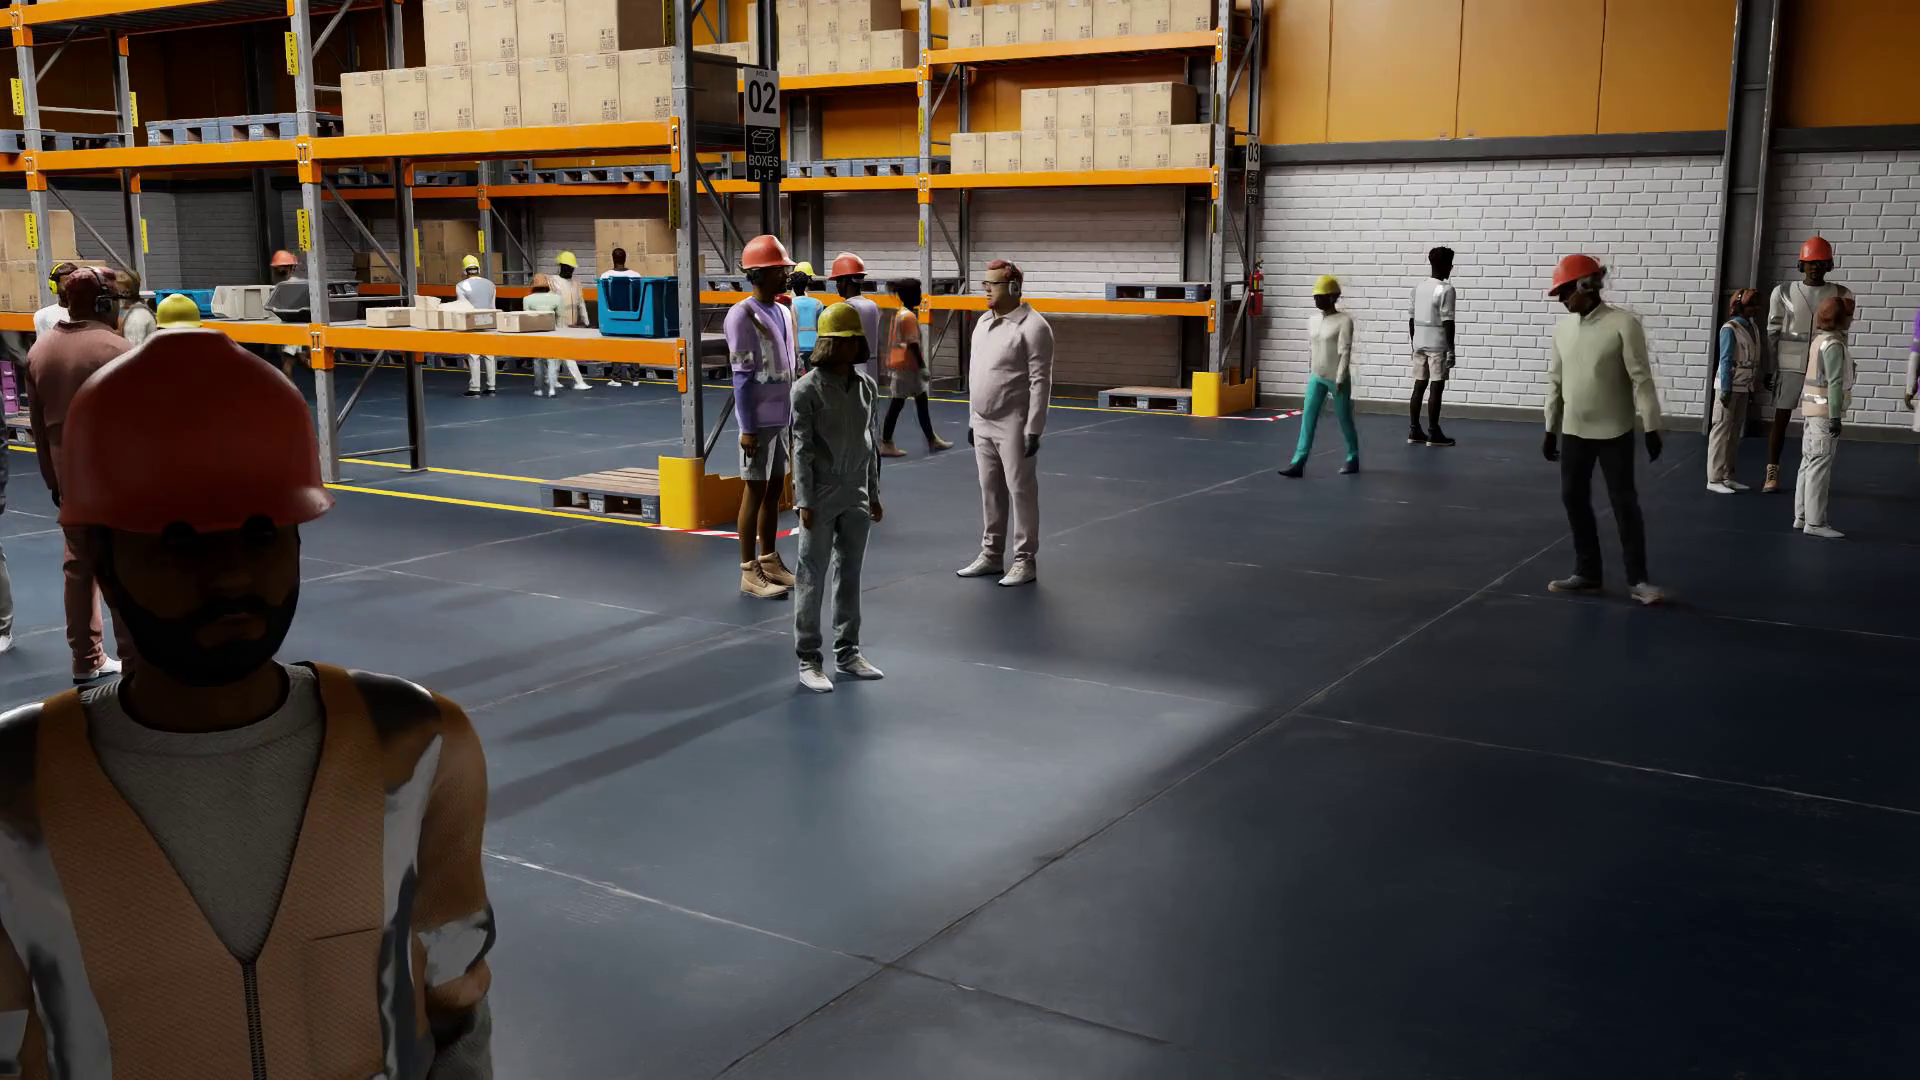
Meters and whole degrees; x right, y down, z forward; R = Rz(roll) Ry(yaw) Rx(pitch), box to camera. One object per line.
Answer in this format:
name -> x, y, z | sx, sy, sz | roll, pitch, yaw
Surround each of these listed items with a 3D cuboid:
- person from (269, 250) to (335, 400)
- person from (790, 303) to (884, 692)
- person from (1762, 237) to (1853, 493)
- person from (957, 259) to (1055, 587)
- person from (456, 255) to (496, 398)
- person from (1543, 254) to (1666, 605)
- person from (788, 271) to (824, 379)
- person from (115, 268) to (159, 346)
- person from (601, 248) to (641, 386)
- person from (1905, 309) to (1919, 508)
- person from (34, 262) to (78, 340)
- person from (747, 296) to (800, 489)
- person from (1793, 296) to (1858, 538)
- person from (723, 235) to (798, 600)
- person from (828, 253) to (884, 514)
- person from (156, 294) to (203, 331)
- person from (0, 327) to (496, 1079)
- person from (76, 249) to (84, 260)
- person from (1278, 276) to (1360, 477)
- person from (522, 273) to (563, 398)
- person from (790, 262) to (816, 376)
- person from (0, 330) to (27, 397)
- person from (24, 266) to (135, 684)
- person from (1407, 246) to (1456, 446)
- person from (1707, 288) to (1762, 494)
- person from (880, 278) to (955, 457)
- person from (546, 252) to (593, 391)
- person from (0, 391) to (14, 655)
person -> -8.290, -2.661, 20.779 | 0.559, 1.908, 0.947 | 9, 13, 40
person -> -0.543, -0.198, 7.547 | 0.483, 1.745, 0.305 | -10, 14, -43
person -> 6.741, -1.378, 13.257 | 0.605, 2.045, 0.380 | 3, 11, 18
person -> 0.249, -0.686, 9.801 | 0.404, 1.911, 0.636 | -8, 13, -37
person -> -6.239, -2.741, 21.410 | 0.404, 1.827, 0.590 | 8, 13, 37
person -> 3.624, -0.615, 9.318 | 0.479, 1.942, 0.776 | -7, 12, -32
person -> -1.706, -2.052, 17.966 | 0.530, 1.693, 0.321 | -7, 13, -35
person -> -6.066, -1.108, 12.368 | 0.399, 1.821, 0.582 | -4, 11, -22
person -> -4.688, -3.093, 23.128 | 0.591, 1.912, 0.383 | -5, 11, -26
person -> 7.263, -1.113, 12.194 | 0.547, 1.906, 0.806 | 5, 11, 25
person -> -6.363, -1.059, 11.997 | 0.327, 1.865, 0.517 | 6, 12, 29
person -> -1.499, -1.298, 13.389 | 0.430, 1.840, 0.623 | 7, 12, 34
person -> 5.936, -0.841, 11.408 | 0.308, 1.639, 0.516 | 3, 11, 14
person -> -1.085, -0.695, 9.460 | 0.365, 2.048, 0.608 | 4, 11, 19
person -> -0.792, -1.125, 12.181 | 0.380, 1.929, 0.539 | 6, 12, 30
person -> -3.739, -0.308, 8.097 | 0.528, 1.767, 0.329 | -9, 13, -40
person -> -0.710, 0.764, 1.672 | 0.545, 1.943, 0.347 | -7, 12, -34
person -> -9.977, -2.327, 18.806 | 0.362, 1.938, 0.631 | 8, 13, 36
person -> 3.155, -1.394, 14.244 | 0.907, 1.720, 0.540 | -8, 13, -36
person -> -5.377, -2.643, 21.479 | 0.513, 1.602, 0.728 | -4, 11, -20
person -> -1.850, -2.390, 19.637 | 0.327, 1.767, 0.533 | -4, 11, -20
person -> -12.342, -2.755, 21.376 | 1.004, 1.864, 0.594 | 0, 10, -2
person -> -3.870, -0.277, 7.558 | 0.652, 1.898, 0.403 | 4, 11, 21
person -> 4.681, -1.914, 16.438 | 0.364, 1.964, 0.611 | -4, 11, -23
person -> 6.233, -1.197, 13.369 | 0.515, 1.641, 0.315 | -9, 14, -41
person -> -0.386, -1.599, 15.532 | 0.803, 1.666, 0.543 | 0, 10, -3
person -> -5.356, -2.974, 22.626 | 1.007, 1.866, 0.595 | 6, 12, 29
person -> -4.867, -0.239, 8.083 | 0.497, 1.633, 0.285 | 0, 10, 2
